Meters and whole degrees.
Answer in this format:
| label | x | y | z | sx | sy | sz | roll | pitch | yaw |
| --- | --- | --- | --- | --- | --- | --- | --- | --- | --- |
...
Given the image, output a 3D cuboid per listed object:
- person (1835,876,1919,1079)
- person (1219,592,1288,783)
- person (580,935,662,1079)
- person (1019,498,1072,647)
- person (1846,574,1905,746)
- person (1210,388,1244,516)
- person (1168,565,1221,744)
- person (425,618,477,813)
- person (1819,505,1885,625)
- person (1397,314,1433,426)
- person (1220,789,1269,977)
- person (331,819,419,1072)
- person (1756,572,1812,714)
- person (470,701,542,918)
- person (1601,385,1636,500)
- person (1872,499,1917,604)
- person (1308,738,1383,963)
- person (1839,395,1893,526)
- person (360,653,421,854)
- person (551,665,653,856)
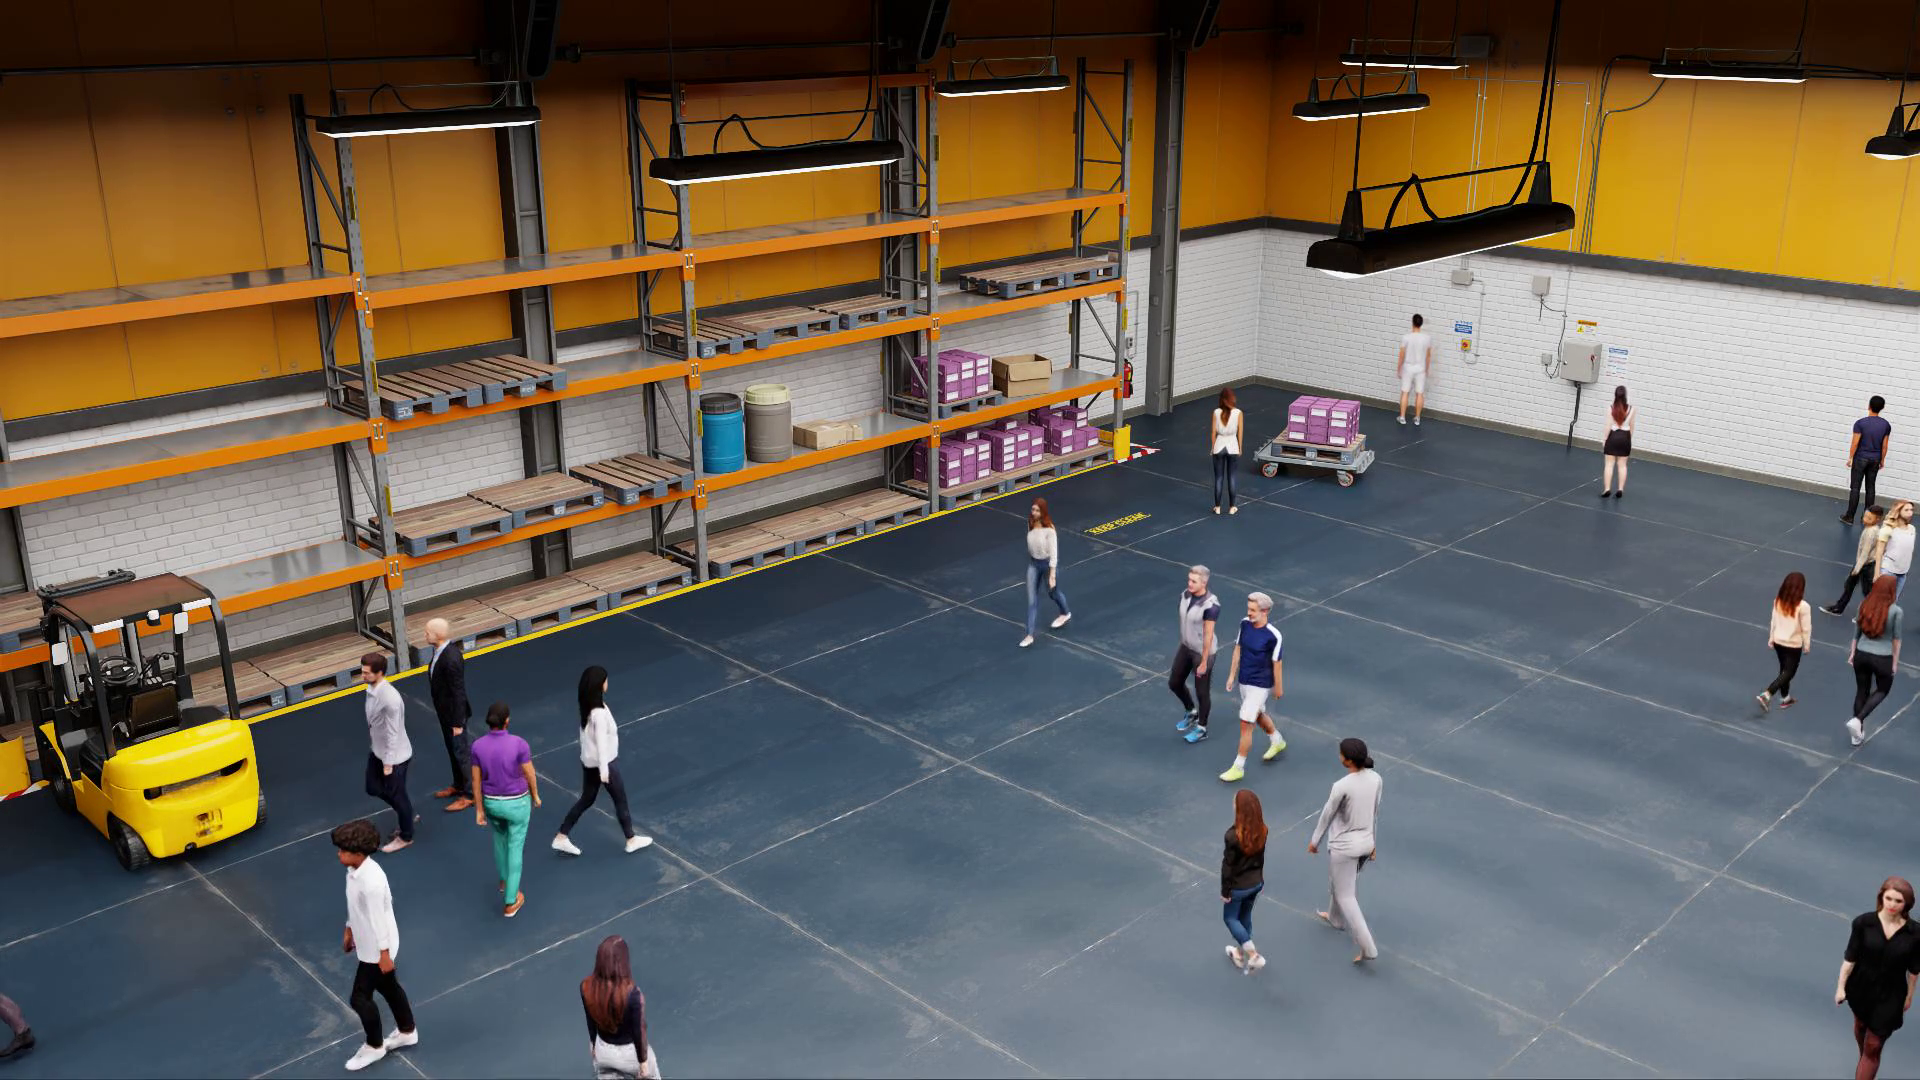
| label | x | y | z | sx | sy | sz | roll | pitch | yaw |
| --- | --- | --- | --- | --- | --- | --- | --- | --- | --- |
| person | 5.989 | 2.940 | 10.880 | 0.737 | 1.649 | 1.128 | 12 | 22 | 32 |
| person | 2.812 | 1.315 | 15.478 | 1.216 | 1.794 | 0.814 | -12 | 22 | -31 |
| person | -2.103 | 3.198 | 10.204 | 0.738 | 1.591 | 0.788 | 6 | 20 | 17 |
| person | 0.982 | 0.316 | 18.639 | 0.686 | 1.668 | 1.215 | 15 | 24 | 37 |
| person | 8.738 | 1.187 | 15.956 | 0.755 | 1.730 | 0.636 | -16 | 25 | -40 |
| person | 3.687 | -1.227 | 23.039 | 0.665 | 1.785 | 0.690 | 4 | 19 | 11 |
| person | 2.379 | 1.083 | 16.140 | 0.698 | 1.811 | 0.752 | -12 | 22 | -32 |
| person | -4.536 | 1.526 | 14.845 | 0.665 | 1.797 | 0.730 | -11 | 21 | -29 |
| person | 10.455 | 0.306 | 19.023 | 0.794 | 1.442 | 0.840 | 10 | 21 | 27 |
| person | 7.583 | -2.846 | 27.734 | 0.777 | 1.857 | 0.825 | 1 | 19 | 2 |
| person | 2.147 | 2.559 | 12.292 | 0.739 | 1.469 | 0.717 | -11 | 21 | -29 |
| person | -3.909 | 2.710 | 11.337 | 0.820 | 1.792 | 0.745 | -11 | 22 | -30 |
| person | 8.309 | 1.053 | 16.770 | 0.964 | 1.464 | 0.770 | -7 | 20 | -19 |
| person | -3.593 | 2.146 | 13.089 | 0.906 | 1.743 | 0.982 | 1 | 19 | 3 |
| person | 9.394 | -1.395 | 23.751 | 0.633 | 1.648 | 0.675 | 2 | 19 | 7 |
| person | 10.293 | 0.367 | 18.404 | 0.621 | 1.722 | 0.762 | -7 | 20 | -19 |
| person | 2.992 | 2.343 | 12.545 | 1.066 | 1.717 | 0.842 | -11 | 21 | -29 |
| person | 12.338 | -1.092 | 22.619 | 0.711 | 1.797 | 0.743 | 2 | 19 | 6 |
| person | -4.739 | 1.765 | 14.077 | 0.648 | 1.834 | 0.695 | -15 | 24 | -37 |
| person | -3.138 | 1.891 | 13.975 | 1.124 | 1.661 | 0.848 | -9 | 20 | -24 |
